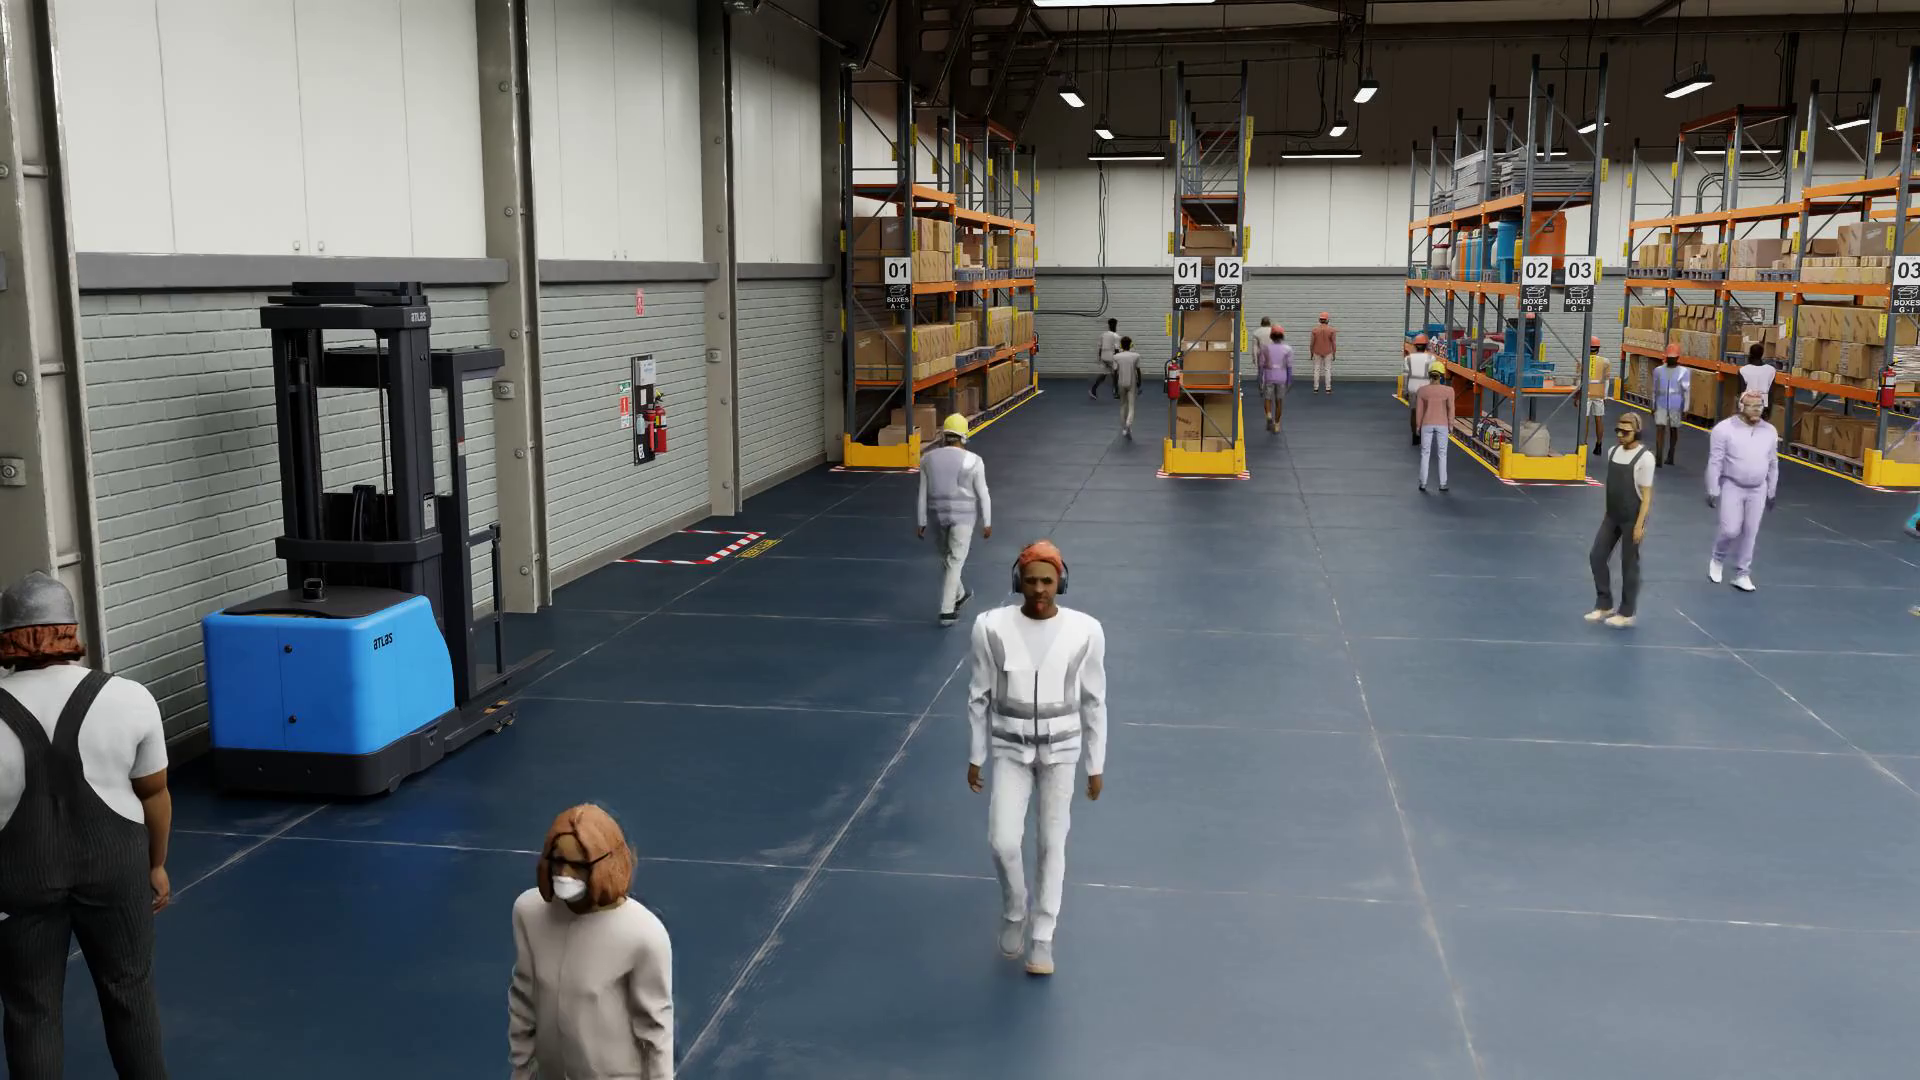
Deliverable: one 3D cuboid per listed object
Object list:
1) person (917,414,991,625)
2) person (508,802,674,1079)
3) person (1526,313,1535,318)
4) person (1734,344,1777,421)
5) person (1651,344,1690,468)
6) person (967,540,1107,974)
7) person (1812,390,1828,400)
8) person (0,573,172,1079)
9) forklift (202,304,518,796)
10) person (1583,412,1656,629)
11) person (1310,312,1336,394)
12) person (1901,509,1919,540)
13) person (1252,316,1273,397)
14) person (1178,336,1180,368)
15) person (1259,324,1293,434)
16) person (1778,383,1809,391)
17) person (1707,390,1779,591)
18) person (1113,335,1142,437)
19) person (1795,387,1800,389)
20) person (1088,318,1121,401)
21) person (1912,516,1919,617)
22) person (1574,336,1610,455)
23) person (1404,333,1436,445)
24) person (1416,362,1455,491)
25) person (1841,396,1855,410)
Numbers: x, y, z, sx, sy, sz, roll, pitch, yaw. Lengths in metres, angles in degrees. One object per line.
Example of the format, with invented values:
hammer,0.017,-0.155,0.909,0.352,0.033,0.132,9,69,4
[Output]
person,-0.025,-0.202,14.401,0.620,1.777,0.943,4,10,25
person,-0.974,1.477,4.548,0.513,1.614,0.507,4,10,24
person,13.746,-4.474,40.135,0.621,1.986,0.407,-6,11,-34
person,11.906,-1.972,24.906,0.596,1.916,0.373,-1,9,-8
person,10.946,-2.071,25.636,0.567,1.883,1.014,5,11,30
person,0.330,0.934,7.116,0.602,1.872,0.412,0,9,2
person,20.206,-4.201,38.978,0.641,1.820,0.546,7,11,35
person,-3.018,1.119,5.595,0.678,2.000,0.537,-5,11,-29
forklift,-3.673,-0.038,10.147,1.129,2.768,1.873,1,9,9
person,5.520,-0.160,13.976,0.531,1.833,0.551,-4,10,-23
person,8.900,-4.579,40.754,0.622,1.990,0.388,3,10,18
person,10.881,-0.841,18.263,0.861,1.814,0.583,6,11,32
person,7.303,-4.391,39.806,0.650,1.925,0.436,1,9,8
person,6.004,-5.103,44.473,0.586,1.835,0.403,-3,10,-20
person,5.821,-2.963,30.700,0.618,2.030,0.585,2,9,10
person,20.959,-4.671,41.633,1.006,1.902,0.638,6,11,33
person,7.395,-0.469,15.687,0.667,1.895,0.427,-1,9,-4
person,3.039,-2.801,30.268,0.533,1.846,0.824,2,9,11
person,21.510,-4.788,42.538,0.586,1.833,0.403,-5,10,-28
person,3.404,-4.171,38.492,0.917,1.923,0.657,-9,13,-44
person,8.585,-0.247,14.379,0.577,1.883,0.339,-1,9,-7
person,10.372,-2.373,27.336,0.545,1.933,0.376,1,9,3
person,7.980,-2.614,28.841,0.577,1.923,0.401,6,11,32
person,6.515,-1.559,22.825,0.523,1.769,0.313,4,10,21
person,19.350,-3.787,36.046,0.621,1.928,0.444,2,9,9
